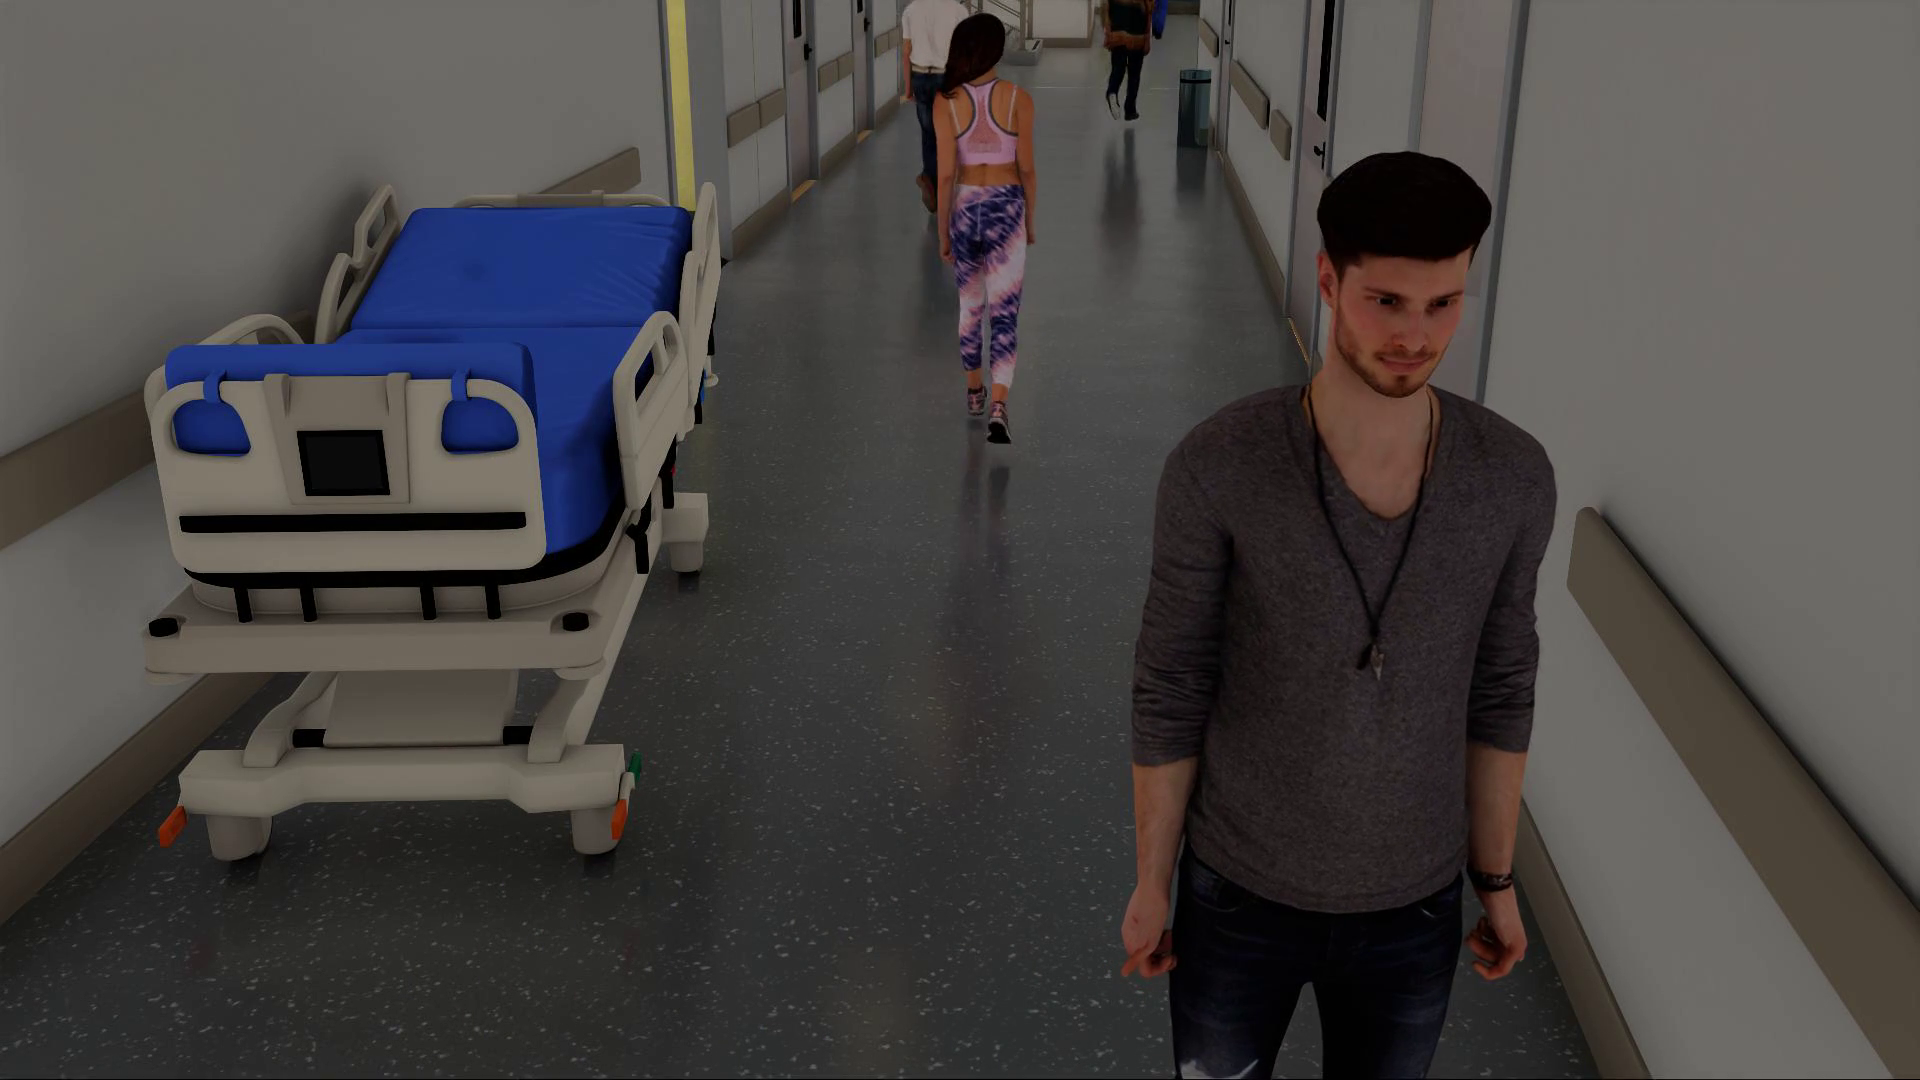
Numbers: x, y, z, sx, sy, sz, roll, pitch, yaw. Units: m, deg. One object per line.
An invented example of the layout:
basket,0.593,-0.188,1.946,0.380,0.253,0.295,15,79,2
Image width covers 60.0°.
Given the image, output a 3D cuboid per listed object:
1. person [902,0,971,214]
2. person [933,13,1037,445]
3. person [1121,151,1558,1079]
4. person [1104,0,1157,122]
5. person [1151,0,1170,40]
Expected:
person,-0.194,-3.289,12.146,1.030,1.840,0.878,6,22,17
person,0.119,-1.253,6.919,1.098,1.733,0.642,2,21,6
person,0.479,0.435,2.229,0.543,1.899,0.776,0,21,-1
person,1.739,-5.248,17.341,1.071,1.783,0.903,7,22,19
person,3.483,-9.634,28.994,1.062,1.772,0.778,4,21,10
